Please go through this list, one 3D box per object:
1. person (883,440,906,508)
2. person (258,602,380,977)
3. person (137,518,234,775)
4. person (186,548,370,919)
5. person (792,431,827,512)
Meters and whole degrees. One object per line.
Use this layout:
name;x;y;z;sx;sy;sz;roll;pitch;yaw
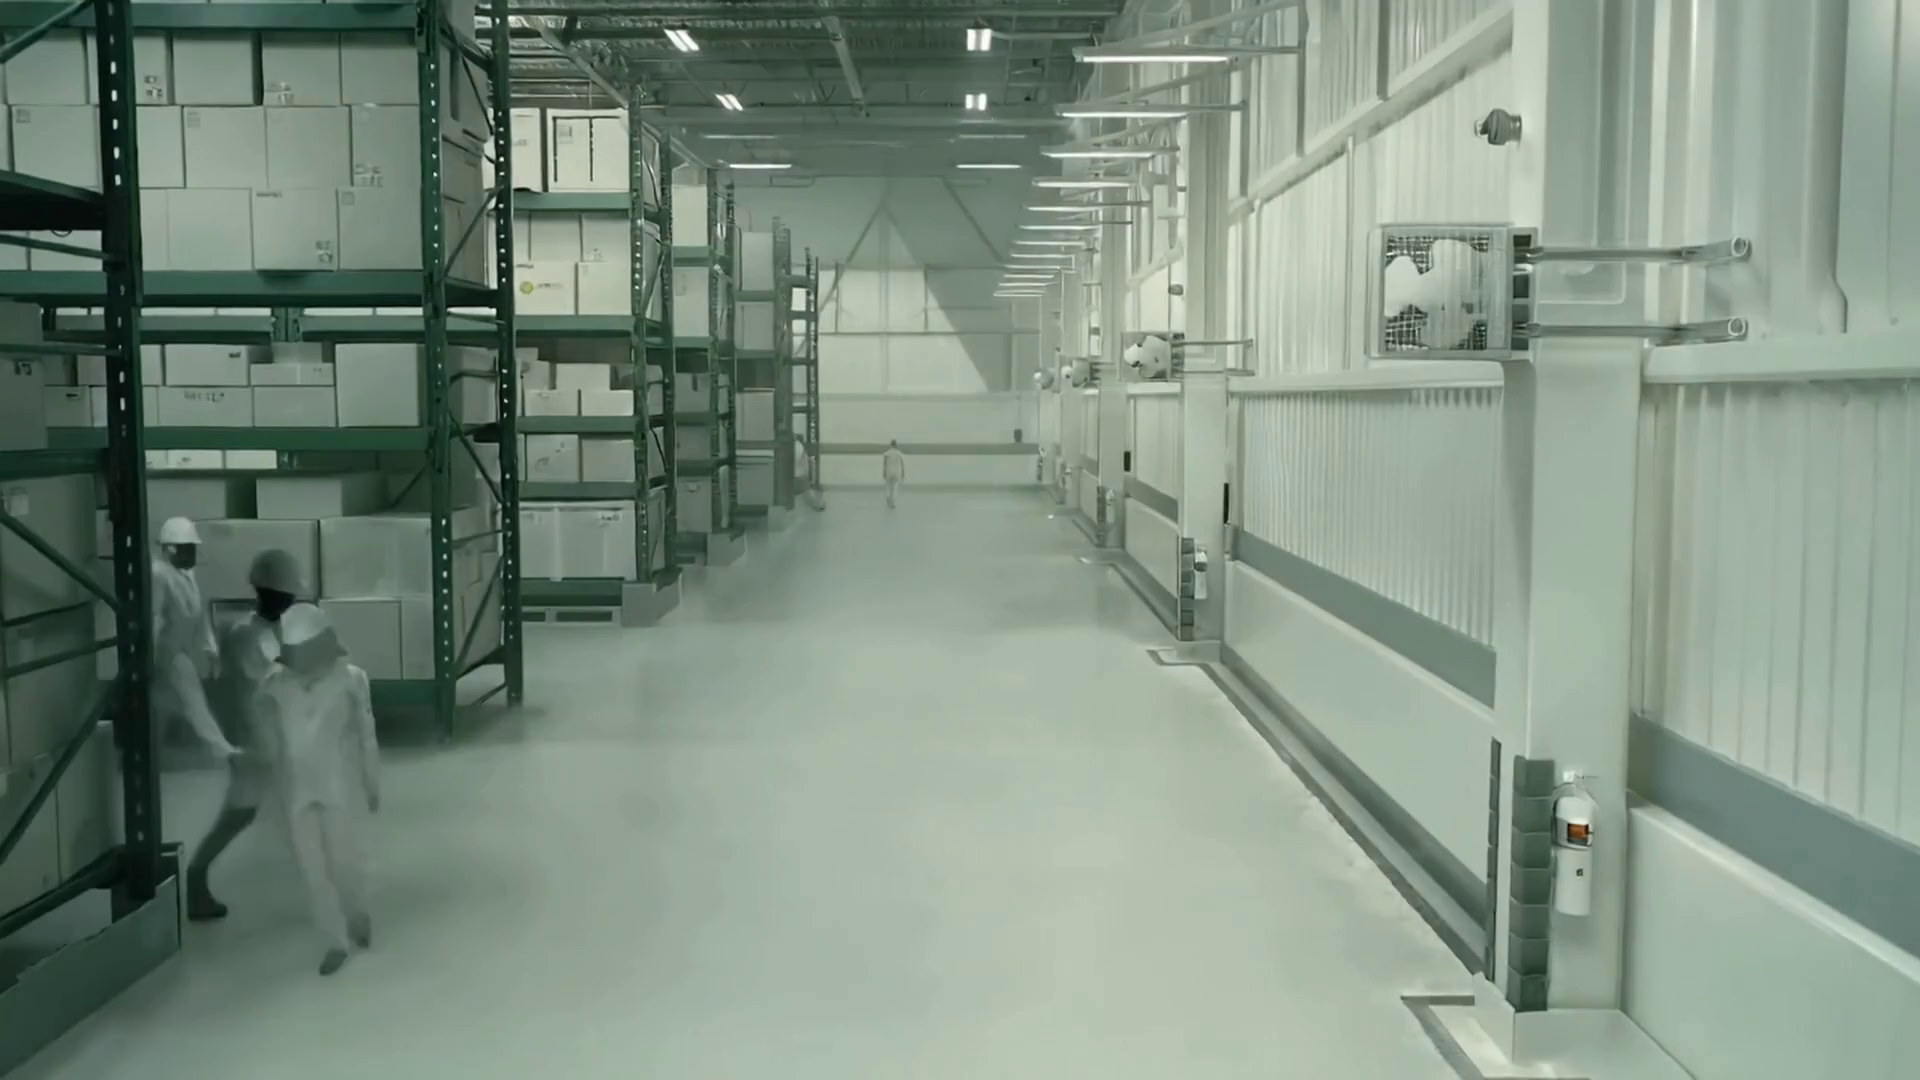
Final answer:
person;-1.560;-1.577;39.711;0.515;1.595;0.855;1;5;11
person;-2.905;1.123;7.561;0.498;1.716;0.424;-1;5;-10
person;-5.322;0.745;11.512;0.912;1.781;0.623;0;5;-3
person;-3.519;0.970;8.346;0.925;1.889;0.545;1;5;8
person;-3.571;-1.539;37.720;1.040;1.865;0.569;-1;5;-7
